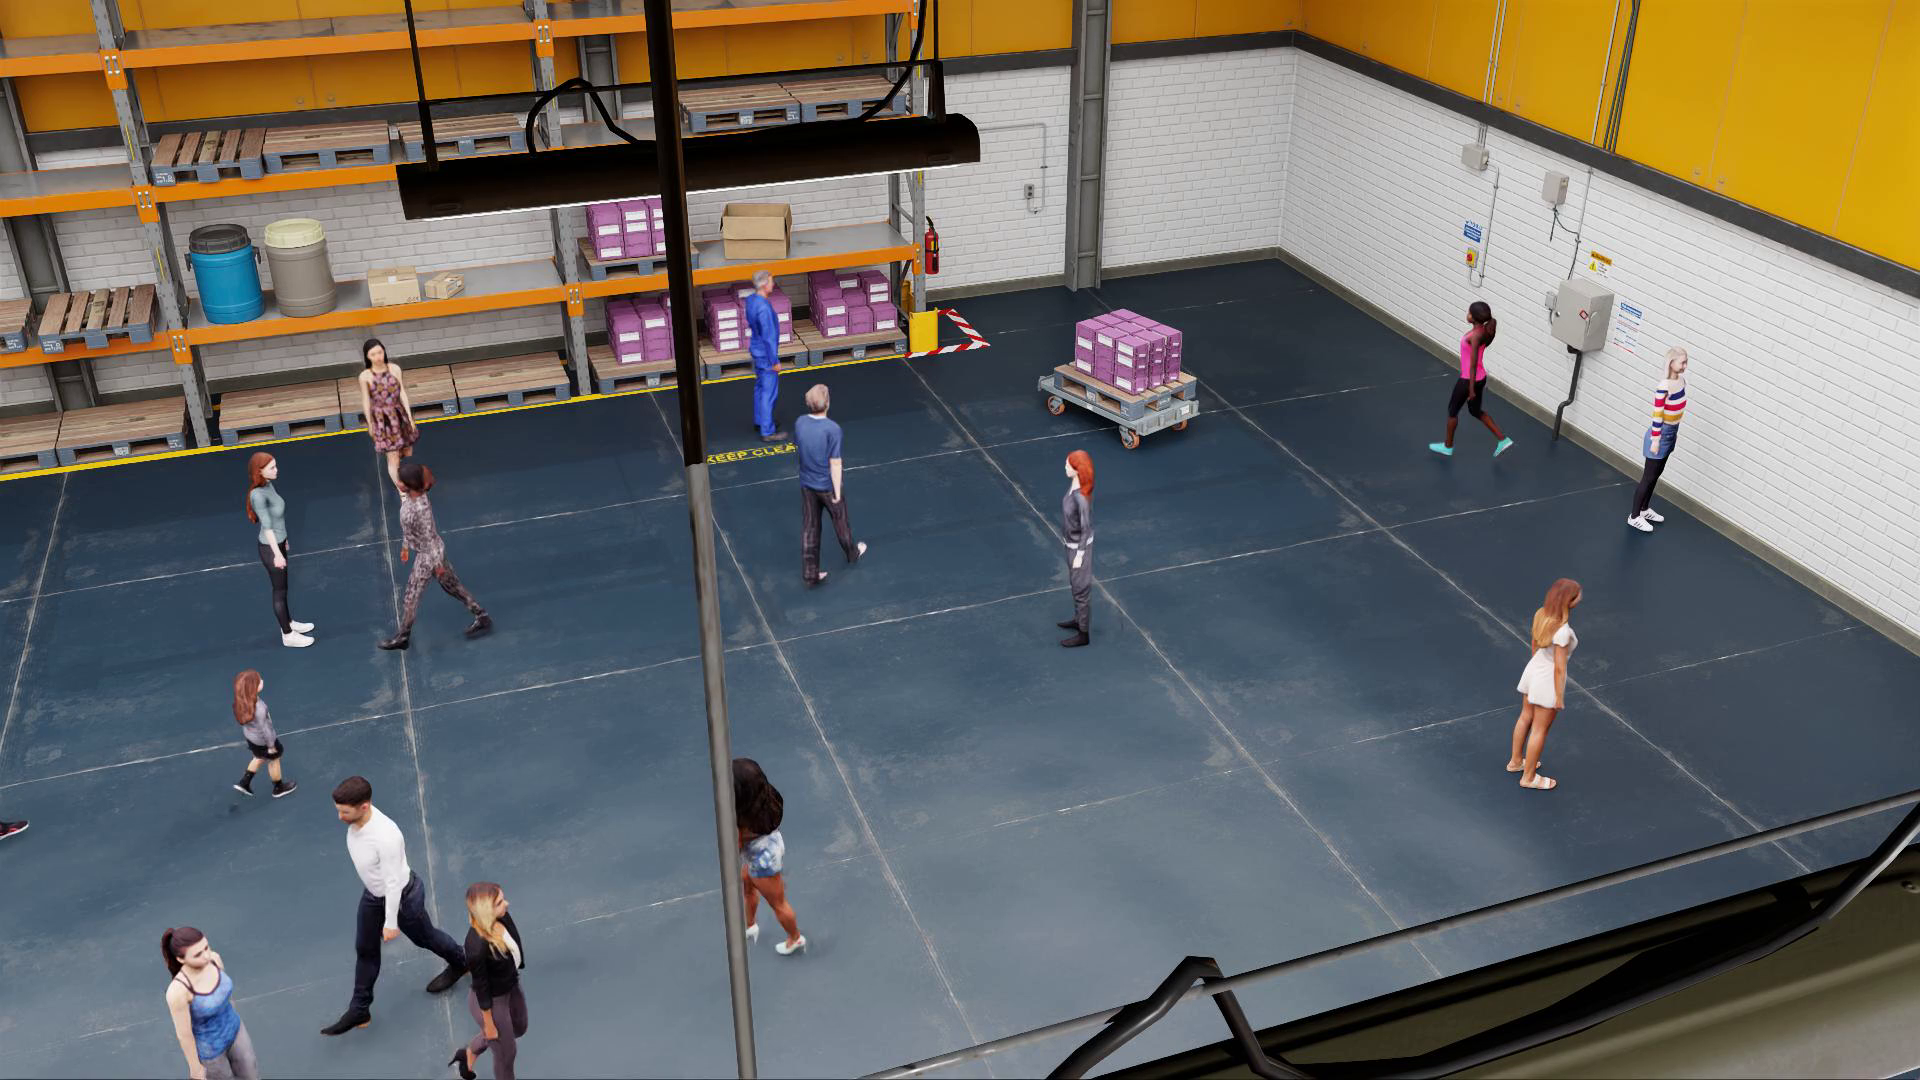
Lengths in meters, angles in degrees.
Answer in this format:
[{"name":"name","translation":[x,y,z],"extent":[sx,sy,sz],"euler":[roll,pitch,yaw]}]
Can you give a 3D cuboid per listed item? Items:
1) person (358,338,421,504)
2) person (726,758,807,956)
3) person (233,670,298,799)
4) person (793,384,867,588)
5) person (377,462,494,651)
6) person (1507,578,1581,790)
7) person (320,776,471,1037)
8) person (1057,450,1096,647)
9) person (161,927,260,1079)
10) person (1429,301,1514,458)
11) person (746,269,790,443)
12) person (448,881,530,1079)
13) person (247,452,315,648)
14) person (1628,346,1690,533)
[{"name":"person","translation":[-5.502,-1.129,15.991],"extent":[0.895,1.758,0.855],"euler":[-21,35,-33]},{"name":"person","translation":[-1.191,2.009,10.426],"extent":[0.882,1.580,0.777],"euler":[8,30,15]},{"name":"person","translation":[-5.102,1.418,12.012],"extent":[0.617,1.097,0.717],"euler":[25,37,37]},{"name":"person","translation":[-1.278,-0.431,14.626],"extent":[1.067,1.840,1.115],"euler":[12,31,21]},{"name":"person","translation":[-4.303,0.138,13.770],"extent":[1.166,1.661,0.604],"euler":[-10,30,-18]},{"name":"person","translation":[4.251,1.027,12.103],"extent":[0.627,1.697,0.620],"euler":[-3,29,-5]},{"name":"person","translation":[-3.325,2.103,10.003],"extent":[1.325,1.819,1.044],"euler":[-24,37,-37]},{"name":"person","translation":[0.980,0.057,13.794],"extent":[0.587,1.781,0.641],"euler":[-1,29,-3]},{"name":"person","translation":[-4.112,2.735,9.080],"extent":[0.976,1.593,0.854],"euler":[7,29,13]},{"name":"person","translation":[5.297,-1.590,16.901],"extent":[1.003,1.698,1.038],"euler":[18,33,29]},{"name":"person","translation":[-2.066,-1.946,17.421],"extent":[0.527,1.825,0.719],"euler":[-9,30,-17]},{"name":"person","translation":[-2.680,2.576,9.304],"extent":[0.902,1.659,0.791],"euler":[3,29,6]},{"name":"person","translation":[-5.685,0.072,13.804],"extent":[0.551,1.744,0.589],"euler":[-8,30,-14]},{"name":"person","translation":[6.594,-0.974,15.653],"extent":[0.784,1.809,0.634],"euler":[24,37,37]}]
